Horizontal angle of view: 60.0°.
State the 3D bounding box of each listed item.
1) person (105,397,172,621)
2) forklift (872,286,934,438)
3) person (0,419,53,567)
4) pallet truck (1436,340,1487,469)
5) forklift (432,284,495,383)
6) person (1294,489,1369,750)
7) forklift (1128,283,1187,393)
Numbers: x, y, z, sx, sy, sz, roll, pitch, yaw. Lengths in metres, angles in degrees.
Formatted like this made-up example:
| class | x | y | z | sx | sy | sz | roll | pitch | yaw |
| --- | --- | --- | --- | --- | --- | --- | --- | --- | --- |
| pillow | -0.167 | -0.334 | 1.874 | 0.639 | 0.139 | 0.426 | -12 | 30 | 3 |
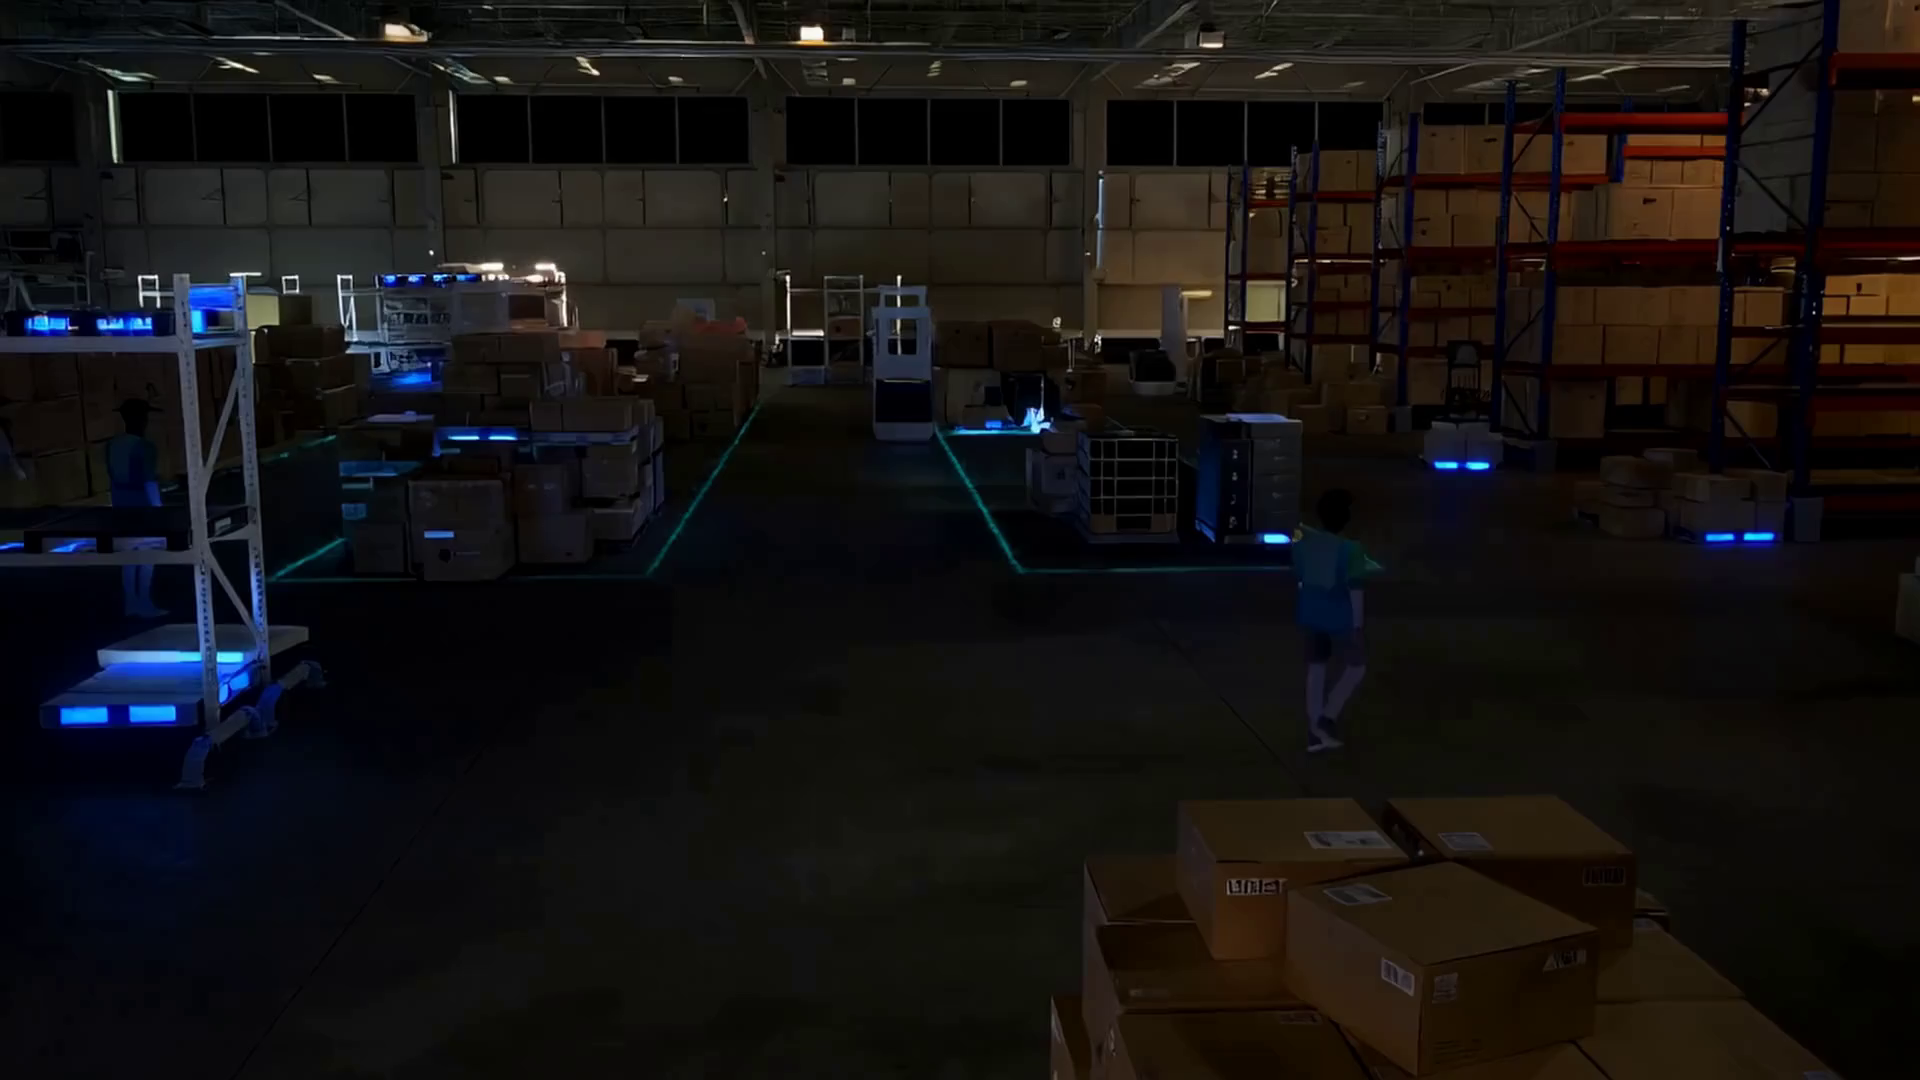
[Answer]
| class | x | y | z | sx | sy | sz | roll | pitch | yaw |
| --- | --- | --- | --- | --- | --- | --- | --- | --- | --- |
| person | -7.211 | -0.268 | 14.610 | 0.617 | 1.957 | 0.376 | 6 | 11 | 32 |
| forklift | -1.084 | -3.377 | 31.233 | 1.129 | 2.768 | 1.873 | -1 | 9 | -4 |
| person | -9.839 | -0.598 | 17.029 | 0.586 | 1.862 | 1.033 | 7 | 11 | 35 |
| pallet truck | 8.004 | -2.170 | 26.422 | 0.823 | 1.965 | 1.885 | 2 | 9 | 14 |
| forklift | -10.647 | -4.218 | 36.513 | 1.873 | 2.768 | 1.129 | 7 | 11 | 36 |
| person | 2.350 | 0.511 | 10.534 | 0.367 | 1.682 | 0.552 | -8 | 12 | -41 |
| forklift | 5.324 | -5.183 | 42.572 | 1.873 | 2.768 | 1.129 | -1 | 9 | -4 |
